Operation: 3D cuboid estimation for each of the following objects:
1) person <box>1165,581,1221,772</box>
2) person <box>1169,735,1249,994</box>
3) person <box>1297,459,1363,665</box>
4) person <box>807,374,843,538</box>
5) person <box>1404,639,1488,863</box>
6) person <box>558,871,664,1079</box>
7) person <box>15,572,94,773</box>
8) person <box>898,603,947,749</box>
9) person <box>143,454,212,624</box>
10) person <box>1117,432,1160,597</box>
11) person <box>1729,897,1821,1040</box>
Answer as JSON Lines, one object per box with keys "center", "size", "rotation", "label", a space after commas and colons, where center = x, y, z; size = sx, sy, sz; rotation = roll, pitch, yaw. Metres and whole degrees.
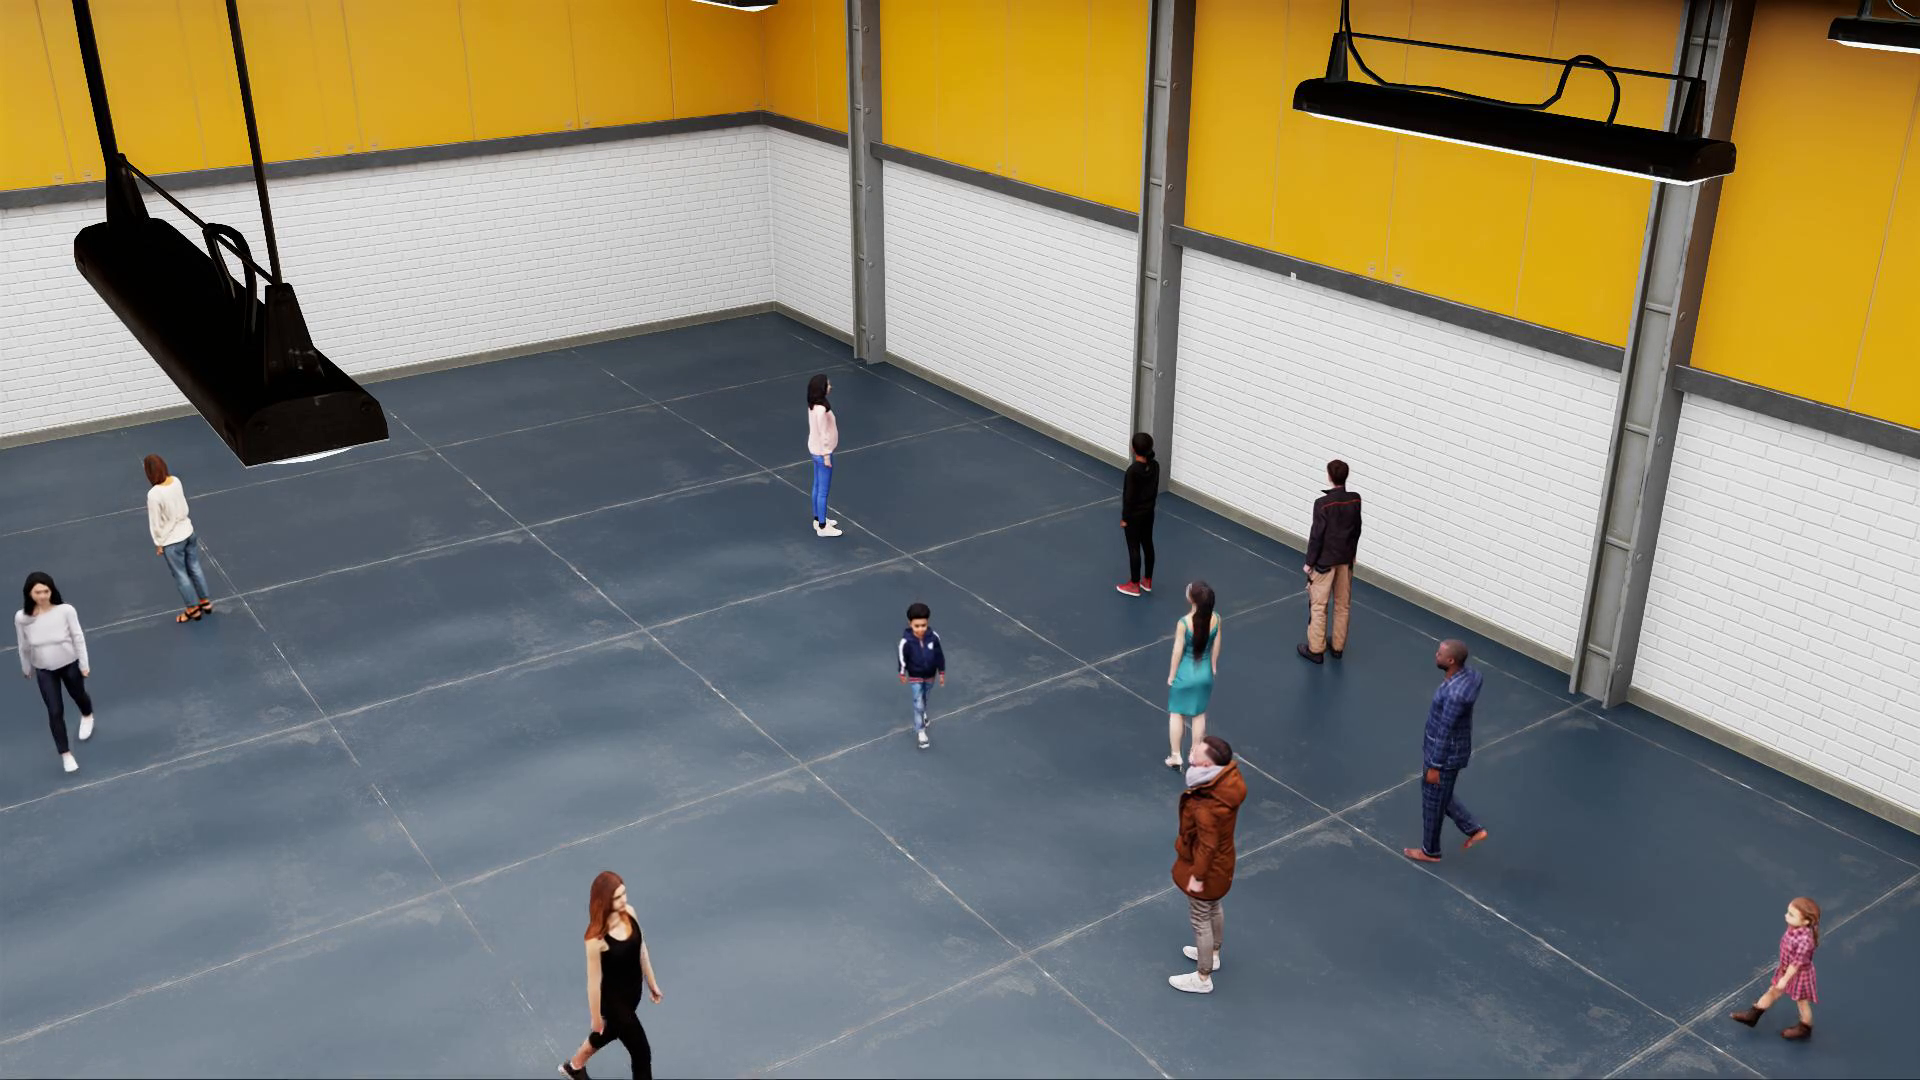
{"center": [1.841, 1.078, 13.163], "size": [0.648, 1.683, 0.633], "rotation": [-4, 24, -9], "label": "person"}
{"center": [1.604, 2.071, 10.697], "size": [0.858, 1.838, 0.832], "rotation": [11, 26, 23], "label": "person"}
{"center": [3.329, 0.189, 14.899], "size": [0.752, 1.921, 0.689], "rotation": [-9, 25, -19], "label": "person"}
{"center": [-1.469, -0.912, 17.606], "size": [0.770, 1.770, 0.610], "rotation": [-6, 24, -13], "label": "person"}
{"center": [3.574, 1.556, 11.917], "size": [0.943, 1.804, 0.866], "rotation": [11, 26, 23], "label": "person"}
{"center": [-2.032, 2.625, 9.611], "size": [1.185, 1.692, 0.997], "rotation": [8, 25, 18], "label": "person"}
{"center": [-7.266, 0.980, 13.417], "size": [0.789, 1.659, 1.173], "rotation": [-8, 25, -18], "label": "person"}
{"center": [-0.318, 1.067, 13.802], "size": [0.693, 1.190, 0.905], "rotation": [-6, 24, -14], "label": "person"}
{"center": [-7.392, -0.025, 15.699], "size": [0.748, 1.672, 0.696], "rotation": [5, 24, 11], "label": "person"}
{"center": [1.758, -0.263, 16.242], "size": [0.610, 1.674, 0.525], "rotation": [-19, 30, -36], "label": "person"}
{"center": [5.253, 2.687, 10.334], "size": [0.735, 1.000, 0.699], "rotation": [2, 24, 4], "label": "person"}
